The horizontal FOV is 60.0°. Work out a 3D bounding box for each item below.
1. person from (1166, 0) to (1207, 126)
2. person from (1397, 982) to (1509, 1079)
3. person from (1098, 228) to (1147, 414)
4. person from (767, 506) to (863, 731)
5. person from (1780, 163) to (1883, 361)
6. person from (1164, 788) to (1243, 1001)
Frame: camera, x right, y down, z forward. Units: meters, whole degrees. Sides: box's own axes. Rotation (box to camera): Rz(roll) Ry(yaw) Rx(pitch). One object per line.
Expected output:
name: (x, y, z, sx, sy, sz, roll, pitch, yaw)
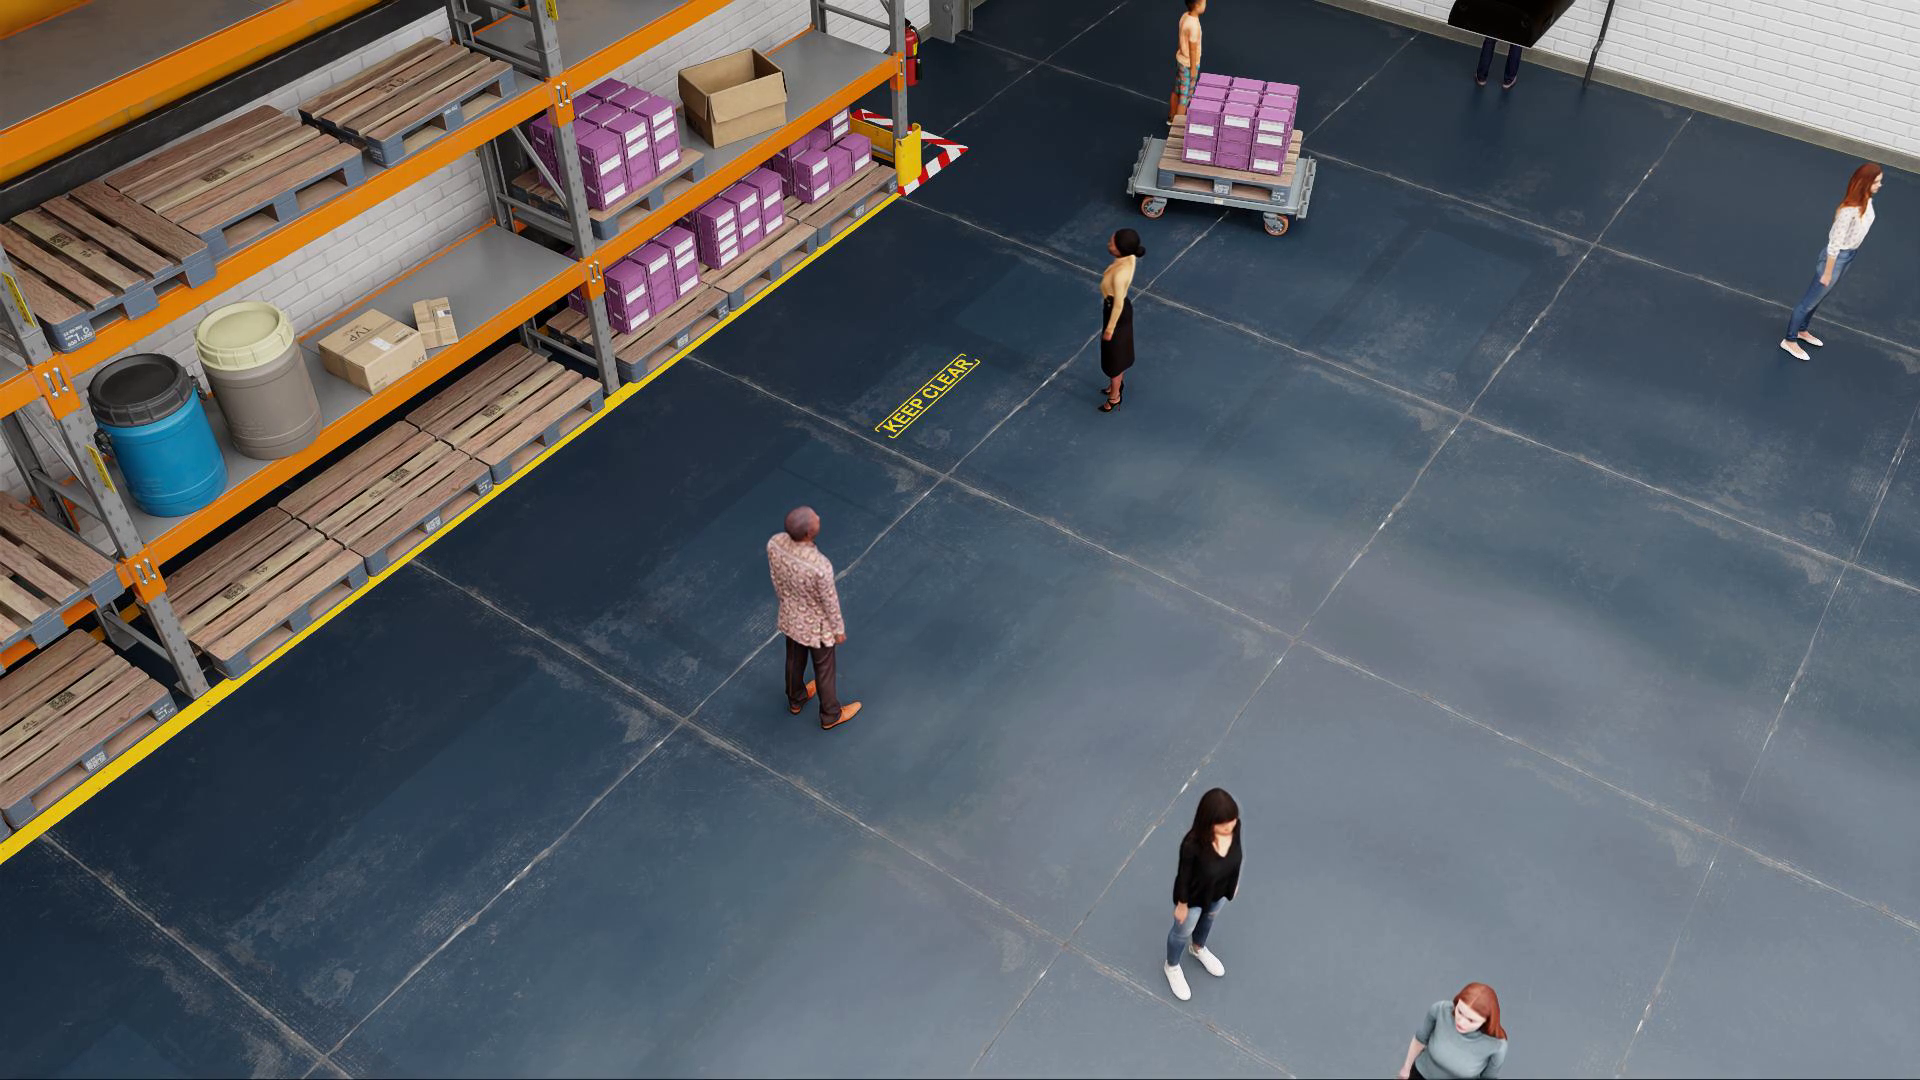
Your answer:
person: (2.198, -4.638, 16.141, 0.641, 1.456, 0.583, -7, 44, -8)
person: (2.394, 2.696, 8.236, 0.586, 1.743, 0.552, 30, 51, 27)
person: (1.221, -1.713, 12.929, 0.699, 1.653, 0.586, 9, 44, 10)
person: (-0.958, 0.490, 10.503, 0.673, 1.808, 0.577, 27, 50, 26)
person: (7.079, -2.281, 13.469, 0.669, 1.729, 0.498, 35, 53, 31)
person: (1.336, 1.900, 9.141, 0.562, 1.647, 0.689, -25, 49, -24)
